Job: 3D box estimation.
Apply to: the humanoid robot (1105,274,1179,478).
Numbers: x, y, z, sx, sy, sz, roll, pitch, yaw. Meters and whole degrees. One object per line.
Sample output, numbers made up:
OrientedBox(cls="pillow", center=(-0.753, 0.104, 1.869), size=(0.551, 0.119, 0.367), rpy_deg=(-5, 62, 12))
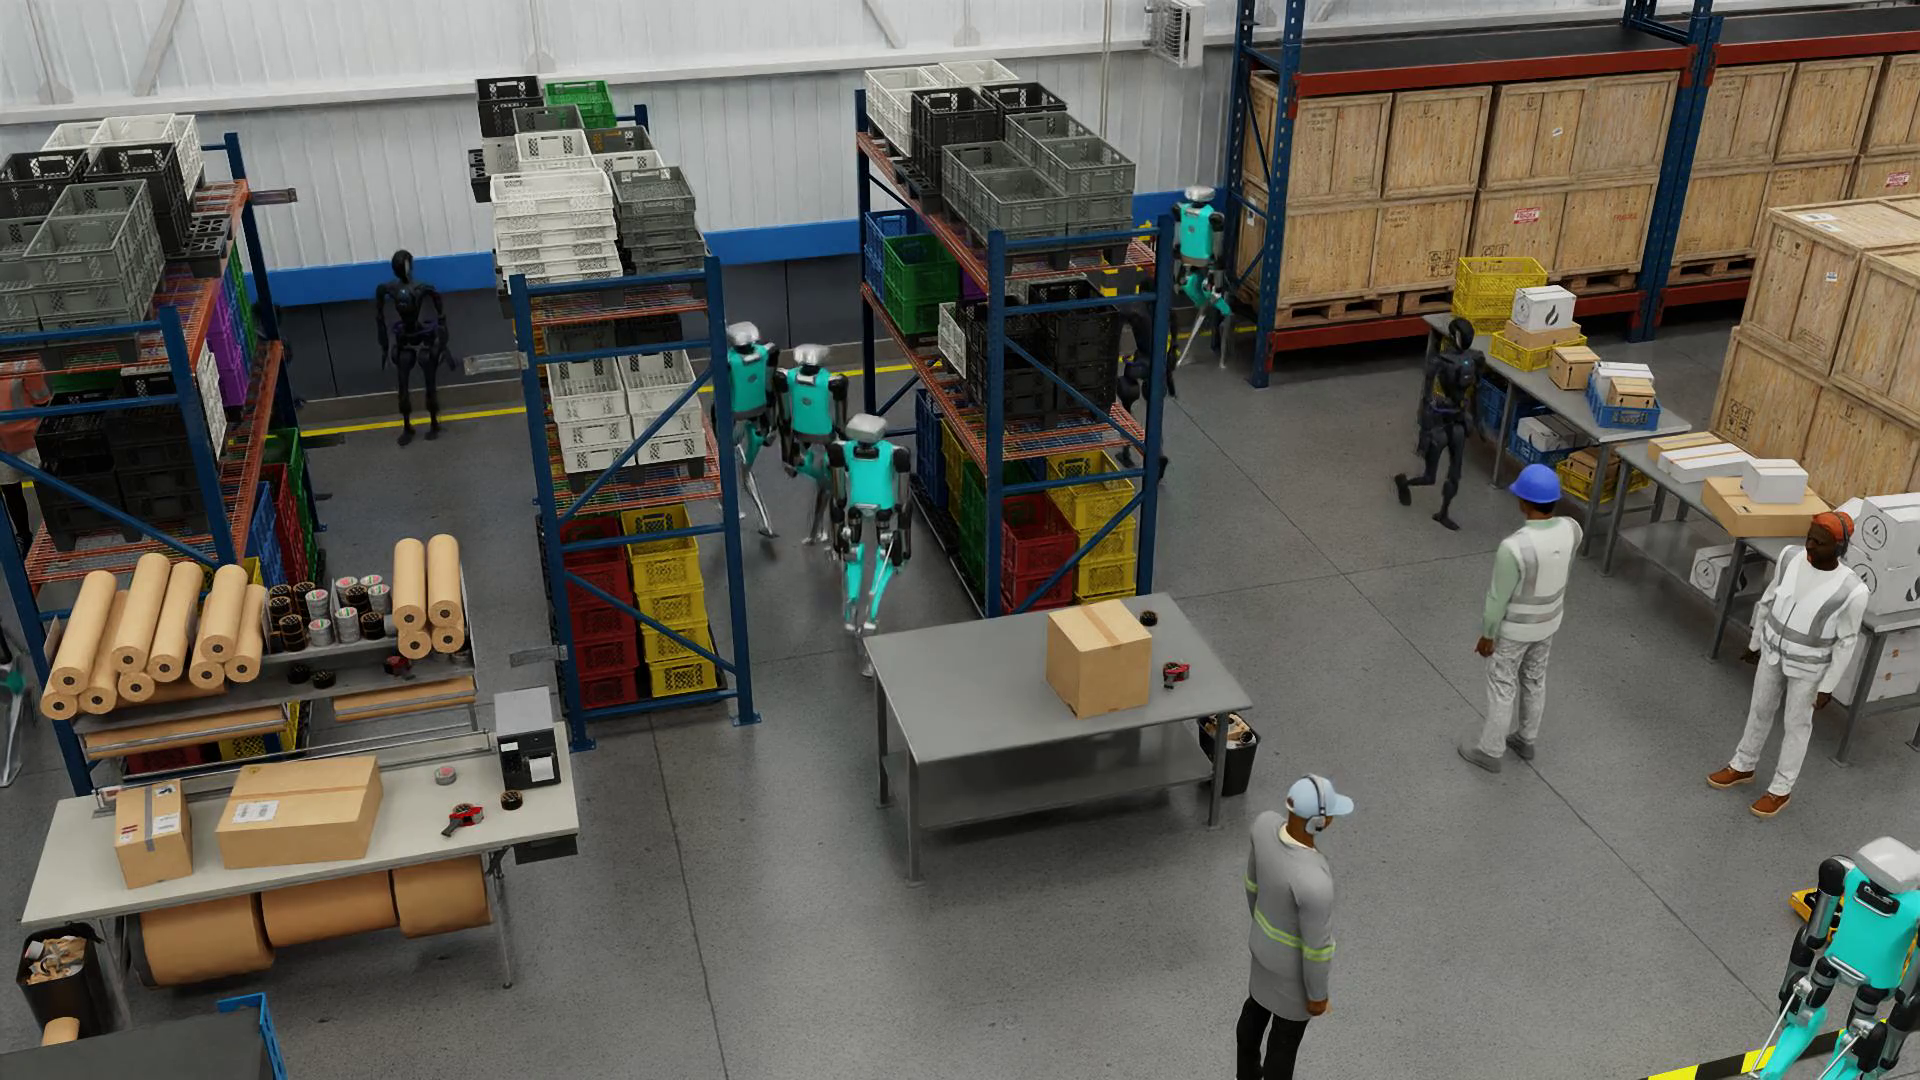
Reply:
OrientedBox(cls="humanoid robot", center=(1.432, -1.268, 13.032), size=(0.610, 1.634, 0.627), rpy_deg=(-7, 30, -12))

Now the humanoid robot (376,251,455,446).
OrientedBox(cls="humanoid robot", center=(-4.443, -1.573, 13.570), size=(0.602, 1.650, 0.434), rpy_deg=(-2, 29, -3))

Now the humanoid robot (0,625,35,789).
OrientedBox(cls="humanoid robot", center=(-5.692, 0.568, 9.663), size=(0.552, 1.823, 0.894), rpy_deg=(-3, 29, -6))

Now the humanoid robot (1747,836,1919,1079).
OrientedBox(cls="humanoid robot", center=(3.503, 2.020, 6.822), size=(0.735, 1.677, 0.533), rpy_deg=(-17, 33, -28))

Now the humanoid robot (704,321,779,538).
OrientedBox(cls="humanoid robot", center=(-1.676, -0.843, 12.161), size=(0.566, 1.740, 0.915), rpy_deg=(-20, 34, -32))

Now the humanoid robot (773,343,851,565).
OrientedBox(cls="humanoid robot", center=(-0.951, -0.650, 11.838), size=(0.575, 1.791, 0.850), rpy_deg=(8, 30, 14))

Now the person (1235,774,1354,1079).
OrientedBox(cls="person", center=(1.453, 1.793, 7.257), size=(0.390, 1.851, 0.586), rpy_deg=(-10, 30, -17))

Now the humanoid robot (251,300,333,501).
OrientedBox(cls="humanoid robot", center=(-5.201, -1.030, 12.581), size=(0.561, 1.635, 0.609), rpy_deg=(-7, 30, -13))

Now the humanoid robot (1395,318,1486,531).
OrientedBox(cls="humanoid robot", center=(3.591, -0.900, 12.353), size=(0.584, 1.642, 0.543), rpy_deg=(-14, 32, -23))

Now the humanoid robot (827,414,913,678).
OrientedBox(cls="humanoid robot", center=(-0.599, 0.130, 10.413), size=(0.544, 1.790, 0.871), rpy_deg=(7, 30, 12))

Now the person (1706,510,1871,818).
OrientedBox(cls="person", center=(4.630, 0.679, 9.251), size=(0.356, 1.882, 0.571), rpy_deg=(-13, 31, -22))

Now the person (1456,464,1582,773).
OrientedBox(cls="person", center=(3.230, 0.458, 9.599), size=(0.607, 1.940, 0.413), rpy_deg=(-15, 32, -26))

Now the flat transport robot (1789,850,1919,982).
OrientedBox(cls="flat transport robot", center=(5.163, 1.916, 8.676), size=(1.431, 0.231, 0.659), rpy_deg=(-8, 30, -14))

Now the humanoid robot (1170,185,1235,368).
OrientedBox(cls="humanoid robot", center=(2.242, -2.366, 14.963), size=(0.530, 1.791, 0.797), rpy_deg=(22, 36, 34))

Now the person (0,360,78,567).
OrientedBox(cls="person", center=(-6.664, -0.712, 11.696), size=(0.605, 1.966, 0.368), rpy_deg=(-4, 29, -7))
